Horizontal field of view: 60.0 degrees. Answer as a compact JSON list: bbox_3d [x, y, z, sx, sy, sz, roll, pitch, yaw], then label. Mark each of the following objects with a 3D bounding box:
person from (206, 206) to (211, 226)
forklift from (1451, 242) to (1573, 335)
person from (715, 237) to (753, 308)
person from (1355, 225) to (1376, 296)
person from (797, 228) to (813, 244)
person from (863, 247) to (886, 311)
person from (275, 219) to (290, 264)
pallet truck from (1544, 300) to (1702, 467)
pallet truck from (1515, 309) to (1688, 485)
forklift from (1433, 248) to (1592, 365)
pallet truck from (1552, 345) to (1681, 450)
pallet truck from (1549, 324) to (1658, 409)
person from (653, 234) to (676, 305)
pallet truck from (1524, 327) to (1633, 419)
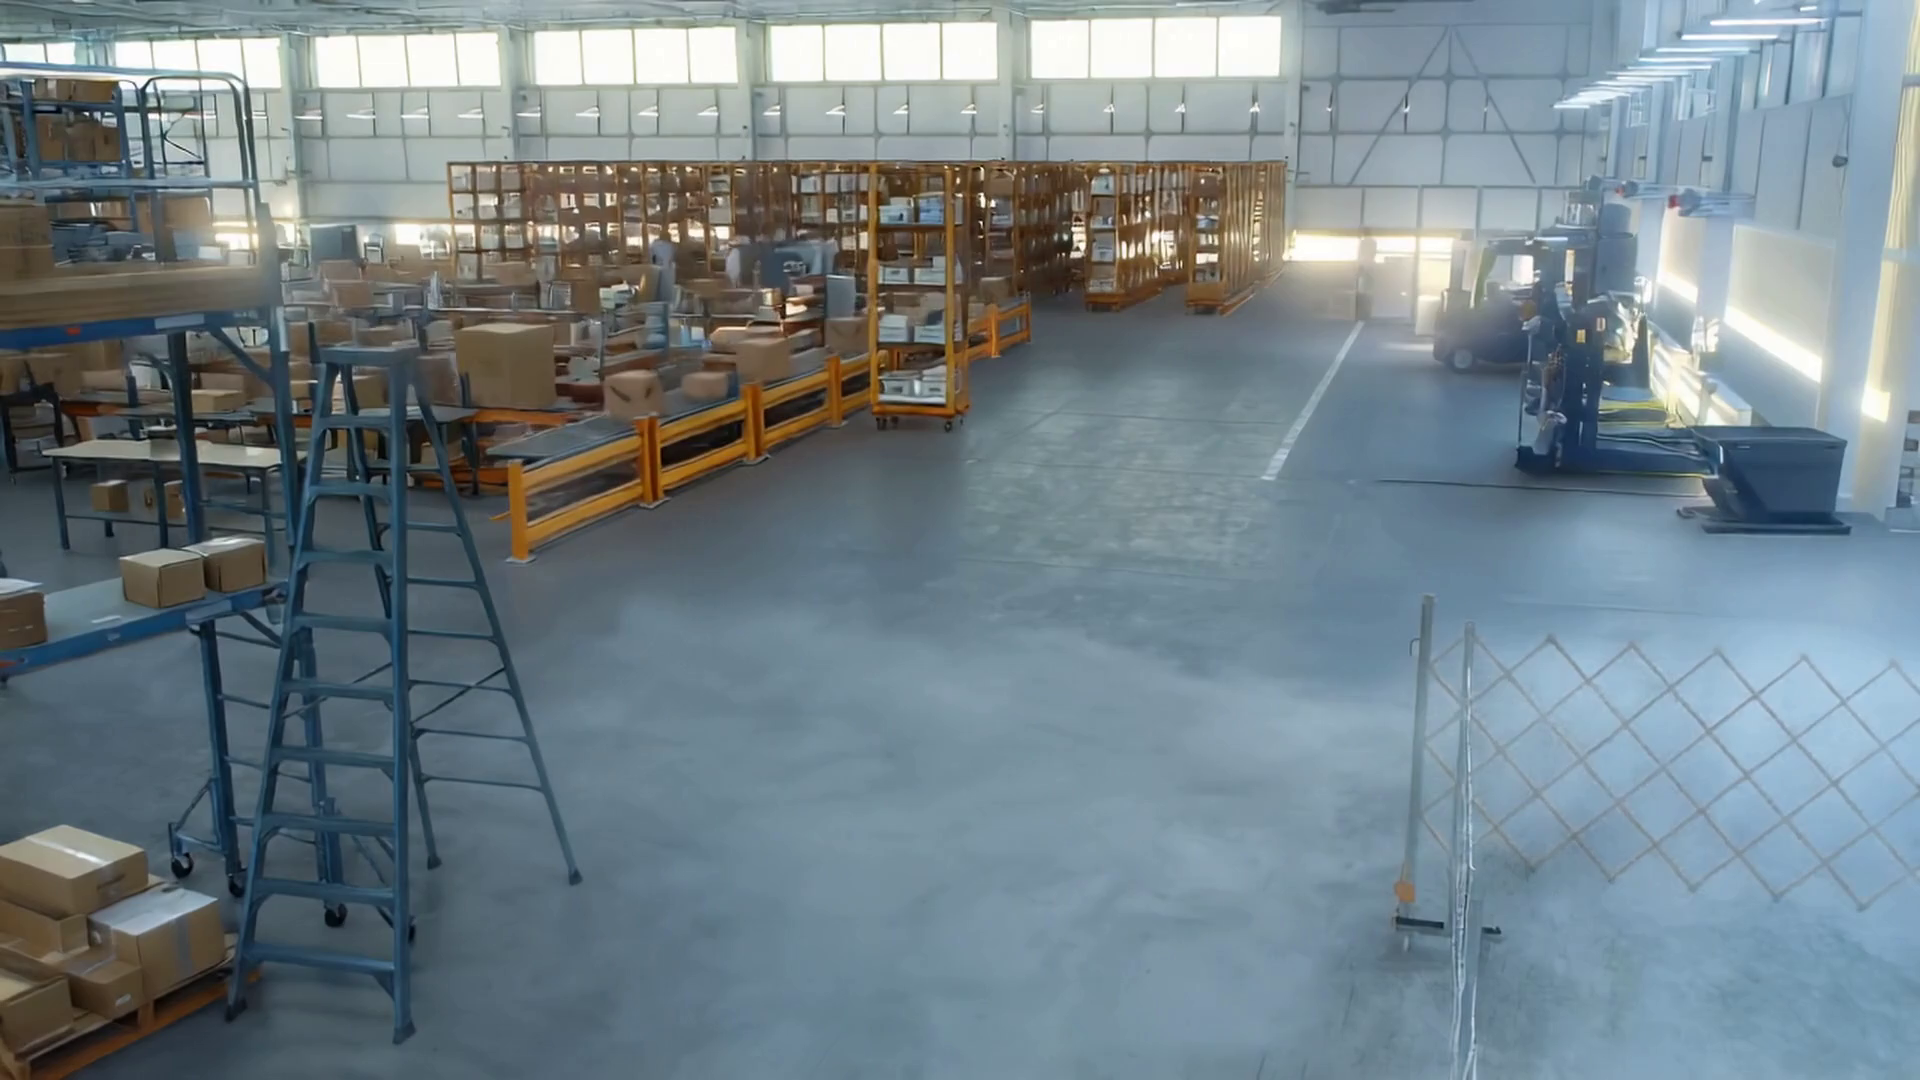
[{"bbox_3d":[-28.862,-11.910,63.791,1.000,1.944,0.653,10,17,38],"label":"person"},{"bbox_3d":[10.464,-4.597,31.405,2.680,1.987,1.157,4,14,16],"label":"forklift"},{"bbox_3d":[-5.584,-6.647,41.396,0.970,1.785,0.599,-3,13,-12],"label":"person"},{"bbox_3d":[10.591,-7.206,43.376,0.619,1.976,0.643,-12,18,-42],"label":"person"},{"bbox_3d":[-3.904,-6.768,41.446,0.640,1.987,1.026,-11,17,-41],"label":"person"},{"bbox_3d":[-1.963,-5.836,38.022,0.916,1.721,0.542,7,15,27],"label":"person"},{"bbox_3d":[-23.346,-10.210,57.166,0.521,1.604,0.819,-9,16,-34],"label":"person"},{"bbox_3d":[8.263,-1.952,20.631,1.885,1.965,0.823,5,14,20],"label":"pallet truck"},{"bbox_3d":[7.554,-1.677,19.446,1.885,1.965,0.823,3,13,14],"label":"pallet truck"},{"bbox_3d":[9.780,-4.111,29.280,2.680,1.987,1.157,3,13,14],"label":"forklift"},{"bbox_3d":[8.641,-1.896,21.908,1.630,1.274,0.653,4,14,16],"label":"pallet truck"},{"bbox_3d":[9.824,-2.669,25.407,1.601,1.201,0.680,4,14,16],"label":"pallet truck"},{"bbox_3d":[-7.527,-6.883,42.364,0.601,1.813,0.385,-1,13,-6],"label":"person"},{"bbox_3d":[9.065,-2.460,24.370,1.522,1.261,0.704,3,13,14],"label":"pallet truck"}]
